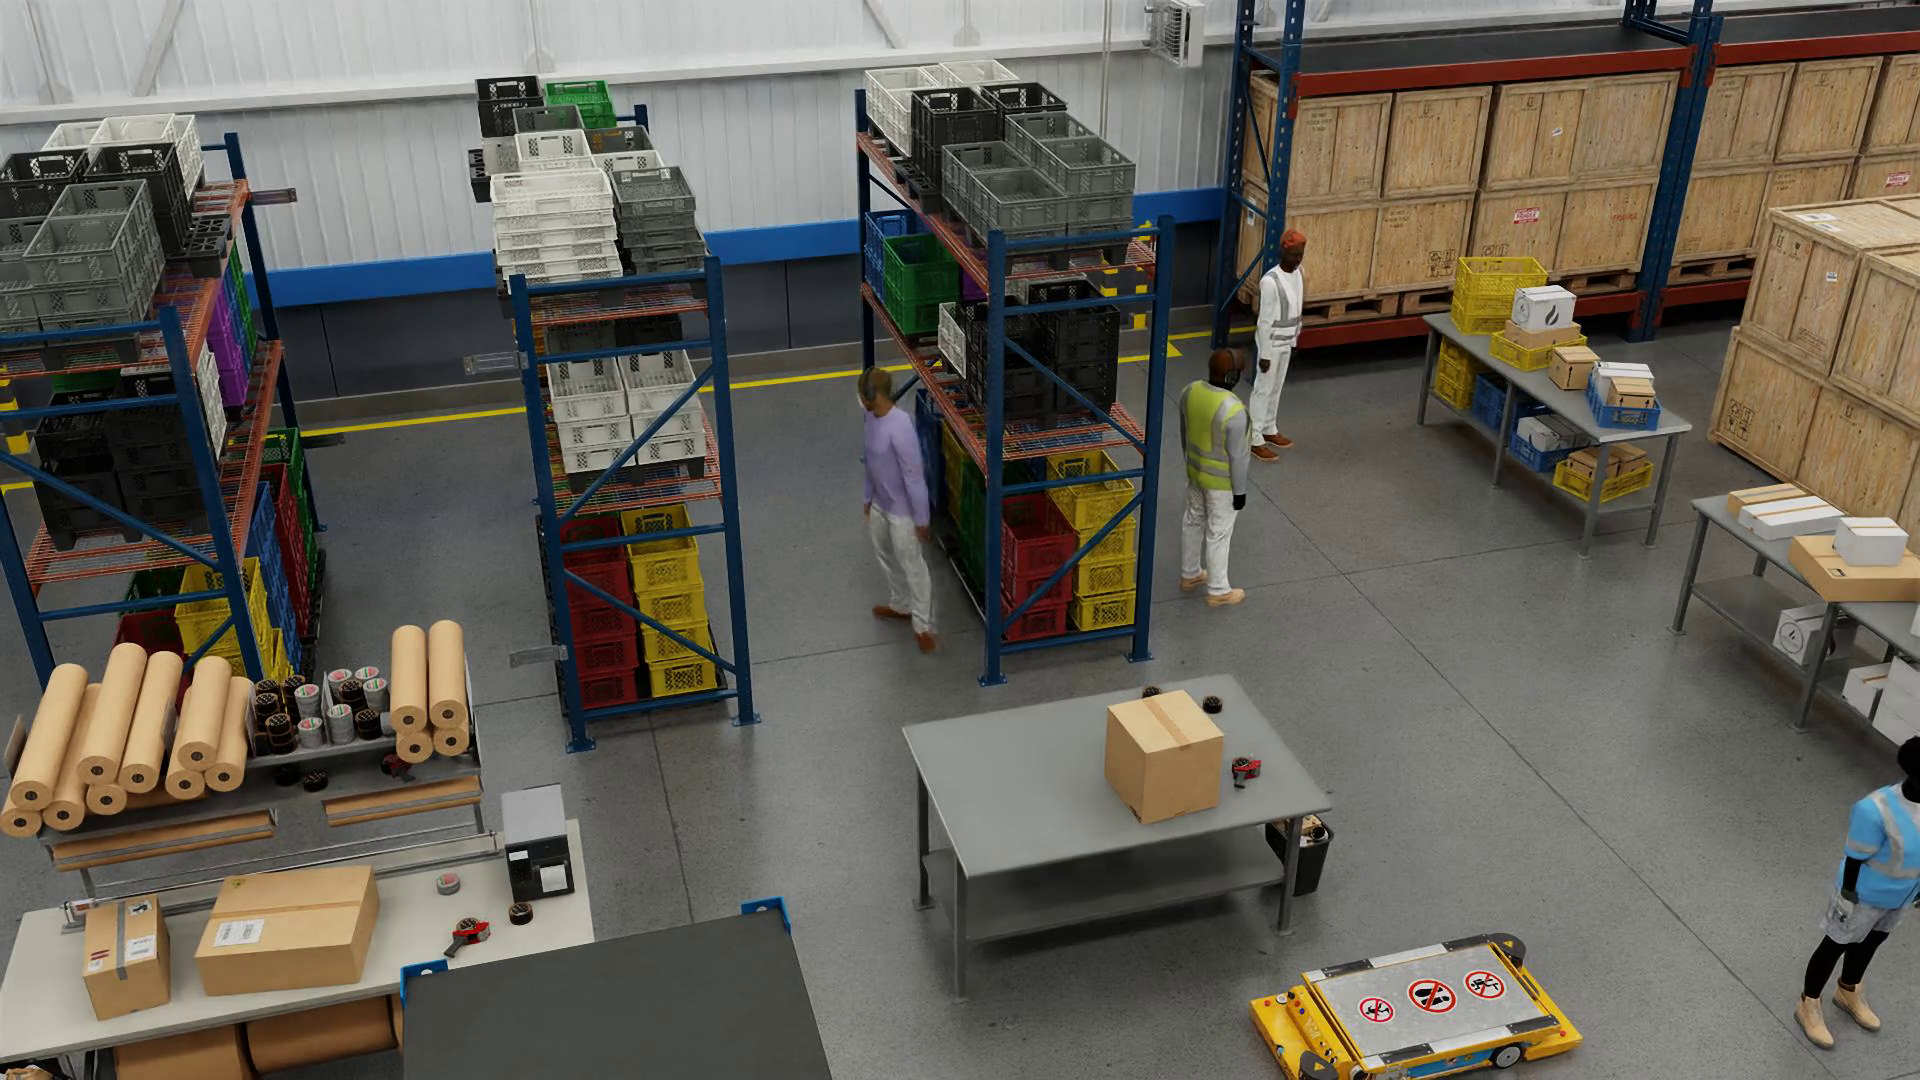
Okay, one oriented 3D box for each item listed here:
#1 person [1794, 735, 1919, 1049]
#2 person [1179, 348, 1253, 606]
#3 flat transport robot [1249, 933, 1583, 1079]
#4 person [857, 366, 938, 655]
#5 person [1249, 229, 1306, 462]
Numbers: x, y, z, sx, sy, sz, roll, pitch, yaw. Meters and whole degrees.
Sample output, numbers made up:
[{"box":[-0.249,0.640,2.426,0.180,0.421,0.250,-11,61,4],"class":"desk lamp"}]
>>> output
[{"box":[4.276,1.615,7.723,0.533,1.697,0.319,-10,30,-17],"class":"person"},{"box":[1.748,-0.436,11.311,0.429,1.842,0.620,-16,33,-26],"class":"person"},{"box":[2.184,2.282,7.980,1.431,0.197,0.652,-8,30,-14],"class":"flat transport robot"},{"box":[-0.395,-0.183,10.808,0.374,1.900,0.783,-14,32,-24],"class":"person"},{"box":[2.551,-1.568,13.326,0.362,1.883,0.576,19,34,31],"class":"person"}]
